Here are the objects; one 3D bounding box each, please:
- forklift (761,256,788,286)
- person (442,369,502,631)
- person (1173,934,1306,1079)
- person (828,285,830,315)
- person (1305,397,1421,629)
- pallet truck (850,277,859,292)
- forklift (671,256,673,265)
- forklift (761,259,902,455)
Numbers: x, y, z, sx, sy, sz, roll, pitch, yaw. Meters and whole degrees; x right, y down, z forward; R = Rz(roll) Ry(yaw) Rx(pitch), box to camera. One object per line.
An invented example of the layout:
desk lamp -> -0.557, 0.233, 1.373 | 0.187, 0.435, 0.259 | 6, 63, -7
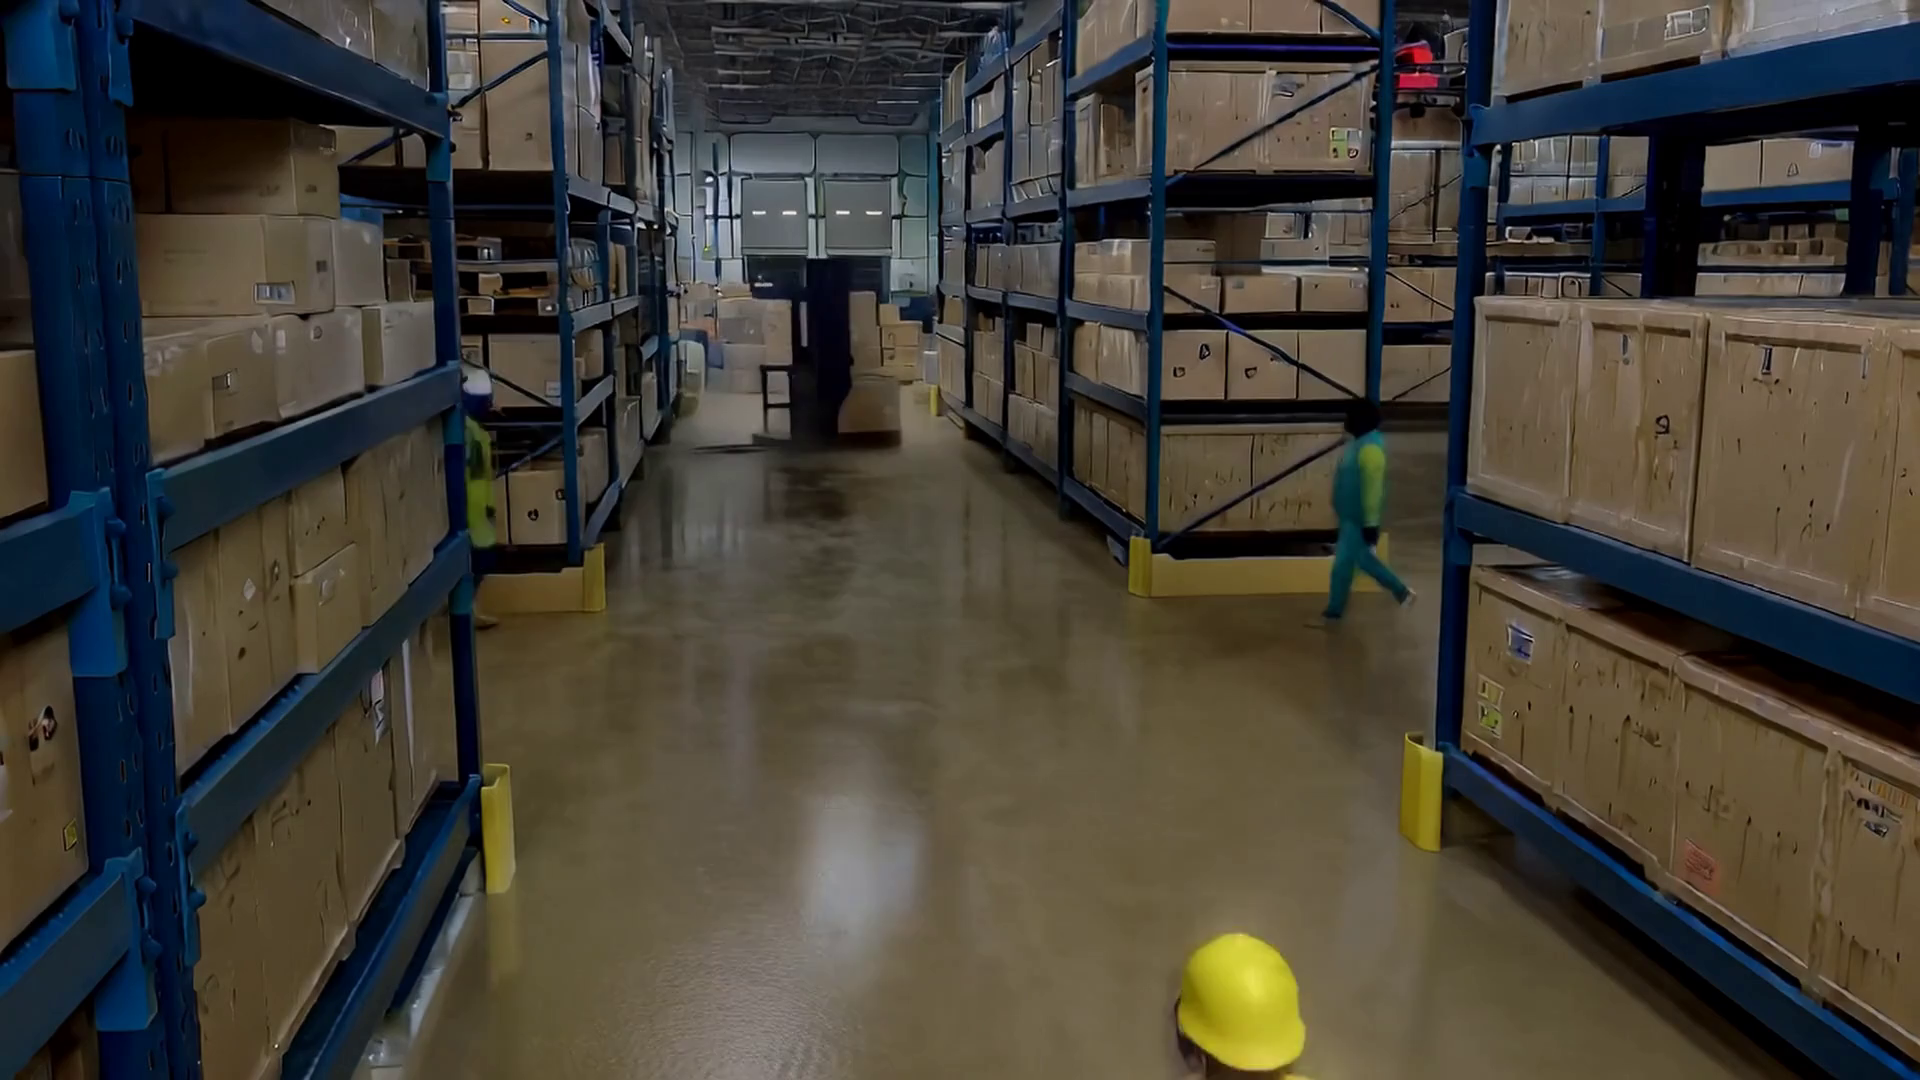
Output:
forklift -> -6.760, -8.992, 60.913 | 1.129, 2.768, 1.873 | -6, 12, -33
person -> -3.713, -0.291, 12.736 | 0.433, 2.028, 0.603 | -2, 10, -11
person -> 0.477, 1.524, 2.950 | 0.552, 1.752, 0.385 | -2, 10, -11
person -> -4.482, -7.898, 57.456 | 1.033, 1.890, 0.636 | 4, 11, 22
person -> 3.153, -0.201, 12.843 | 0.835, 1.817, 0.632 | 1, 10, 7
pallet truck -> -3.782, -9.391, 65.808 | 1.885, 1.965, 0.823 | 2, 10, 10
forklift -> -10.987, -9.066, 61.344 | 1.129, 2.768, 1.873 | -1, 10, -7
forklift -> -1.902, -2.724, 24.422 | 1.873, 2.768, 1.129 | -5, 11, -28
